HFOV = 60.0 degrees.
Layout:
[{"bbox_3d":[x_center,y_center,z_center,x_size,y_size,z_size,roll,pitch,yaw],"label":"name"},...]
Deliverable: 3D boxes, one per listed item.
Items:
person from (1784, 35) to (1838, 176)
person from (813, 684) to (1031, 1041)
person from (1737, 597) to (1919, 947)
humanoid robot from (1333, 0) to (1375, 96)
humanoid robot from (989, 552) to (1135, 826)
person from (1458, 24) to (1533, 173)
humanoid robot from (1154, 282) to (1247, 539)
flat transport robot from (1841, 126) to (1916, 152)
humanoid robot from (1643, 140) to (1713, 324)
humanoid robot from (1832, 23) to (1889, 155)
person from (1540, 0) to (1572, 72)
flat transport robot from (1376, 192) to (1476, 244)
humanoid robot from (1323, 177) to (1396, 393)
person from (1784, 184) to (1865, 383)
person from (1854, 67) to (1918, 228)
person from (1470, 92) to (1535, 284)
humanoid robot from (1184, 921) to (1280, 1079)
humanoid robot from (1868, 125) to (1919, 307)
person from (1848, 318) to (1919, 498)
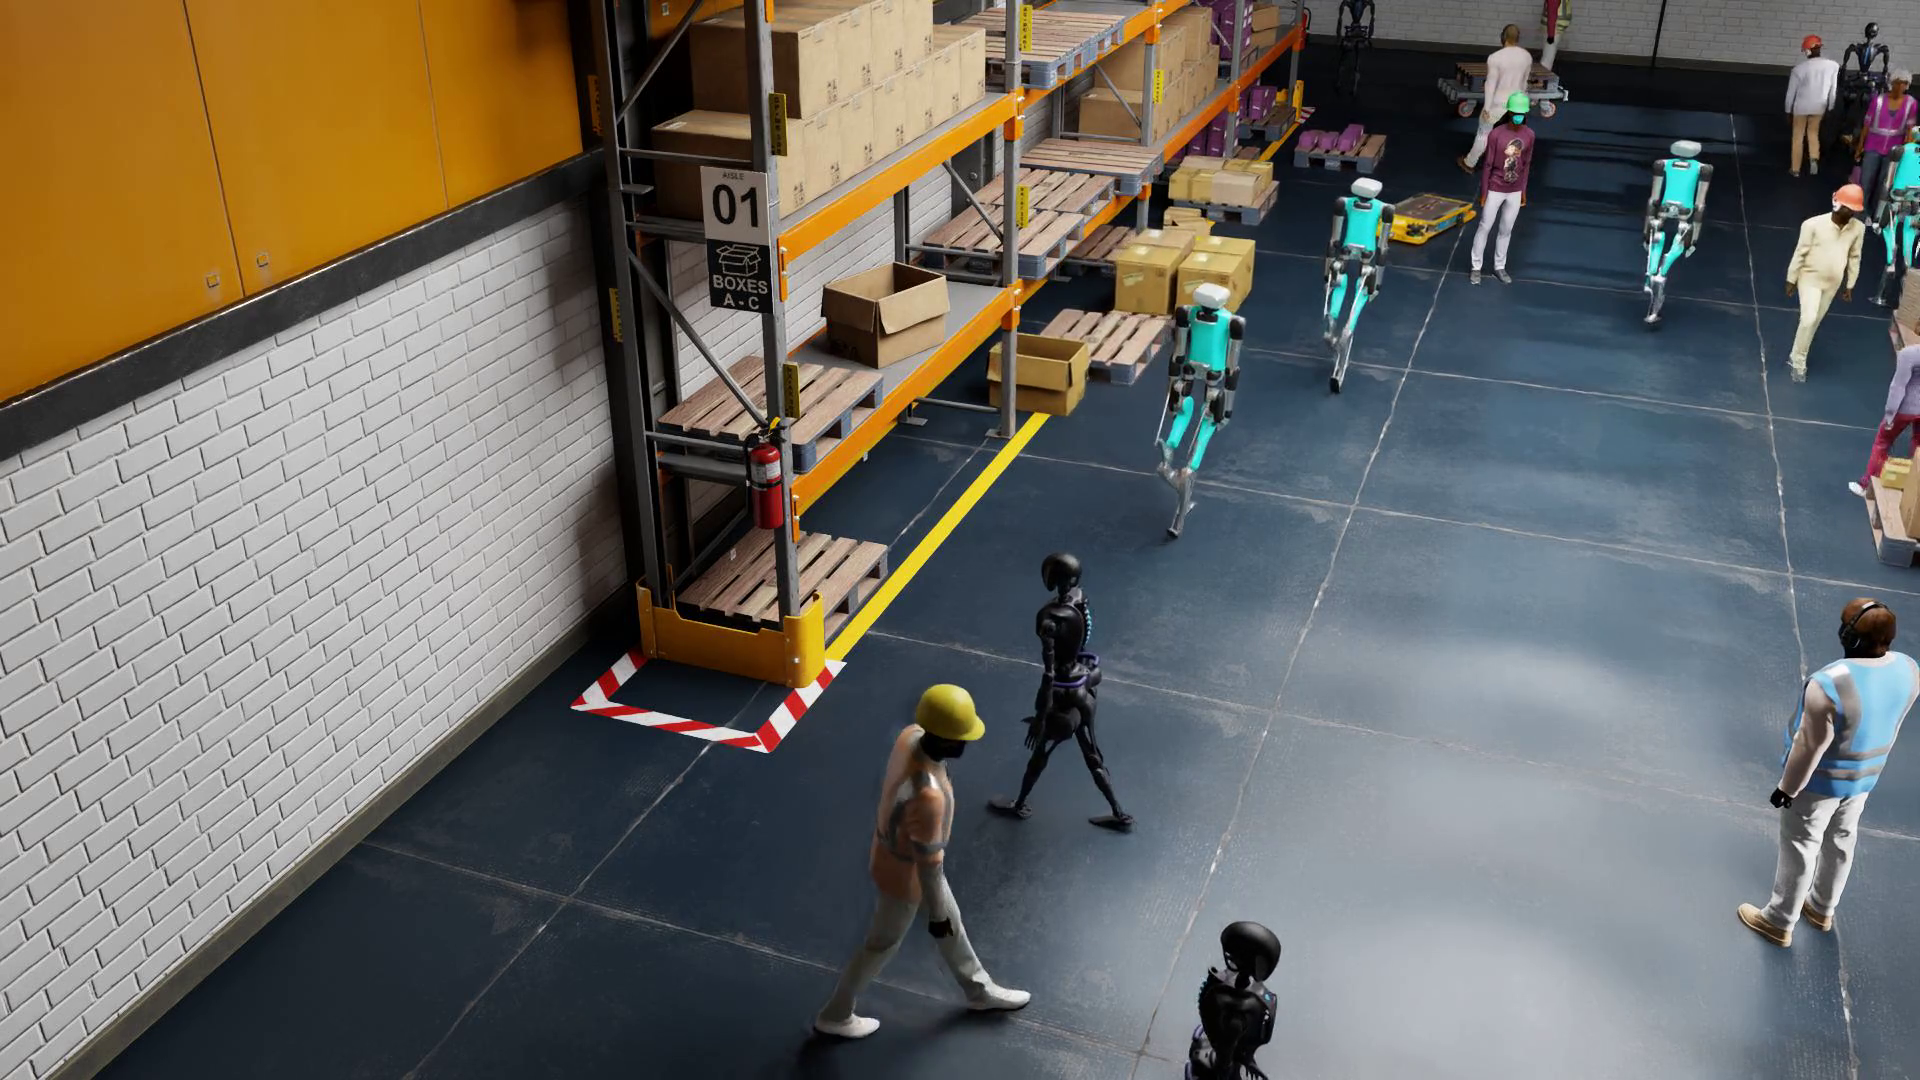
[{"bbox_3d":[10.470,-5.331,20.514,0.614,1.709,0.524,2,27,4],"label":"person"},{"bbox_3d":[-0.198,1.416,7.259,1.012,1.859,0.625,-1,27,-2],"label":"person"},{"bbox_3d":[4.117,1.102,7.897,0.633,1.841,0.429,-10,29,-19],"label":"person"},{"bbox_3d":[5.874,-7.505,24.787,0.583,1.636,0.661,0,27,1],"label":"humanoid robot"},{"bbox_3d":[0.555,0.799,8.715,0.797,1.622,0.601,12,30,22],"label":"humanoid robot"},{"bbox_3d":[6.622,-5.352,20.372,0.658,1.879,1.032,-8,28,-16],"label":"person"},{"bbox_3d":[1.615,-0.853,11.890,0.550,1.859,0.828,15,31,27],"label":"humanoid robot"},{"bbox_3d":[12.509,-5.262,21.958,1.431,0.231,0.659,4,27,7],"label":"flat transport robot"},{"bbox_3d":[6.620,-2.830,15.618,0.560,1.729,0.998,20,34,34],"label":"humanoid robot"},{"bbox_3d":[11.747,-5.899,21.662,0.597,1.639,0.586,15,31,27],"label":"humanoid robot"},{"bbox_3d":[8.849,-7.584,24.764,0.429,1.831,0.633,12,30,22],"label":"person"},{"bbox_3d":[5.228,-3.642,18.816,0.659,0.231,1.431,21,34,35],"label":"flat transport robot"},{"bbox_3d":[3.333,-2.150,14.371,0.548,1.811,0.896,13,30,23],"label":"humanoid robot"},{"bbox_3d":[7.550,-2.230,14.481,0.573,1.721,0.703,-1,27,-2],"label":"person"},{"bbox_3d":[10.221,-4.283,18.375,0.545,1.804,0.939,10,29,19],"label":"person"},{"bbox_3d":[5.499,-3.559,16.821,0.496,1.949,0.425,-2,27,-5],"label":"person"},{"bbox_3d":[1.018,2.070,6.252,0.781,1.624,0.583,8,28,15],"label":"humanoid robot"},{"bbox_3d":[9.177,-2.979,16.040,0.556,1.898,0.781,0,27,1],"label":"humanoid robot"},{"bbox_3d":[6.974,-0.954,12.130,0.516,1.605,0.706,-2,27,-3],"label":"person"}]
